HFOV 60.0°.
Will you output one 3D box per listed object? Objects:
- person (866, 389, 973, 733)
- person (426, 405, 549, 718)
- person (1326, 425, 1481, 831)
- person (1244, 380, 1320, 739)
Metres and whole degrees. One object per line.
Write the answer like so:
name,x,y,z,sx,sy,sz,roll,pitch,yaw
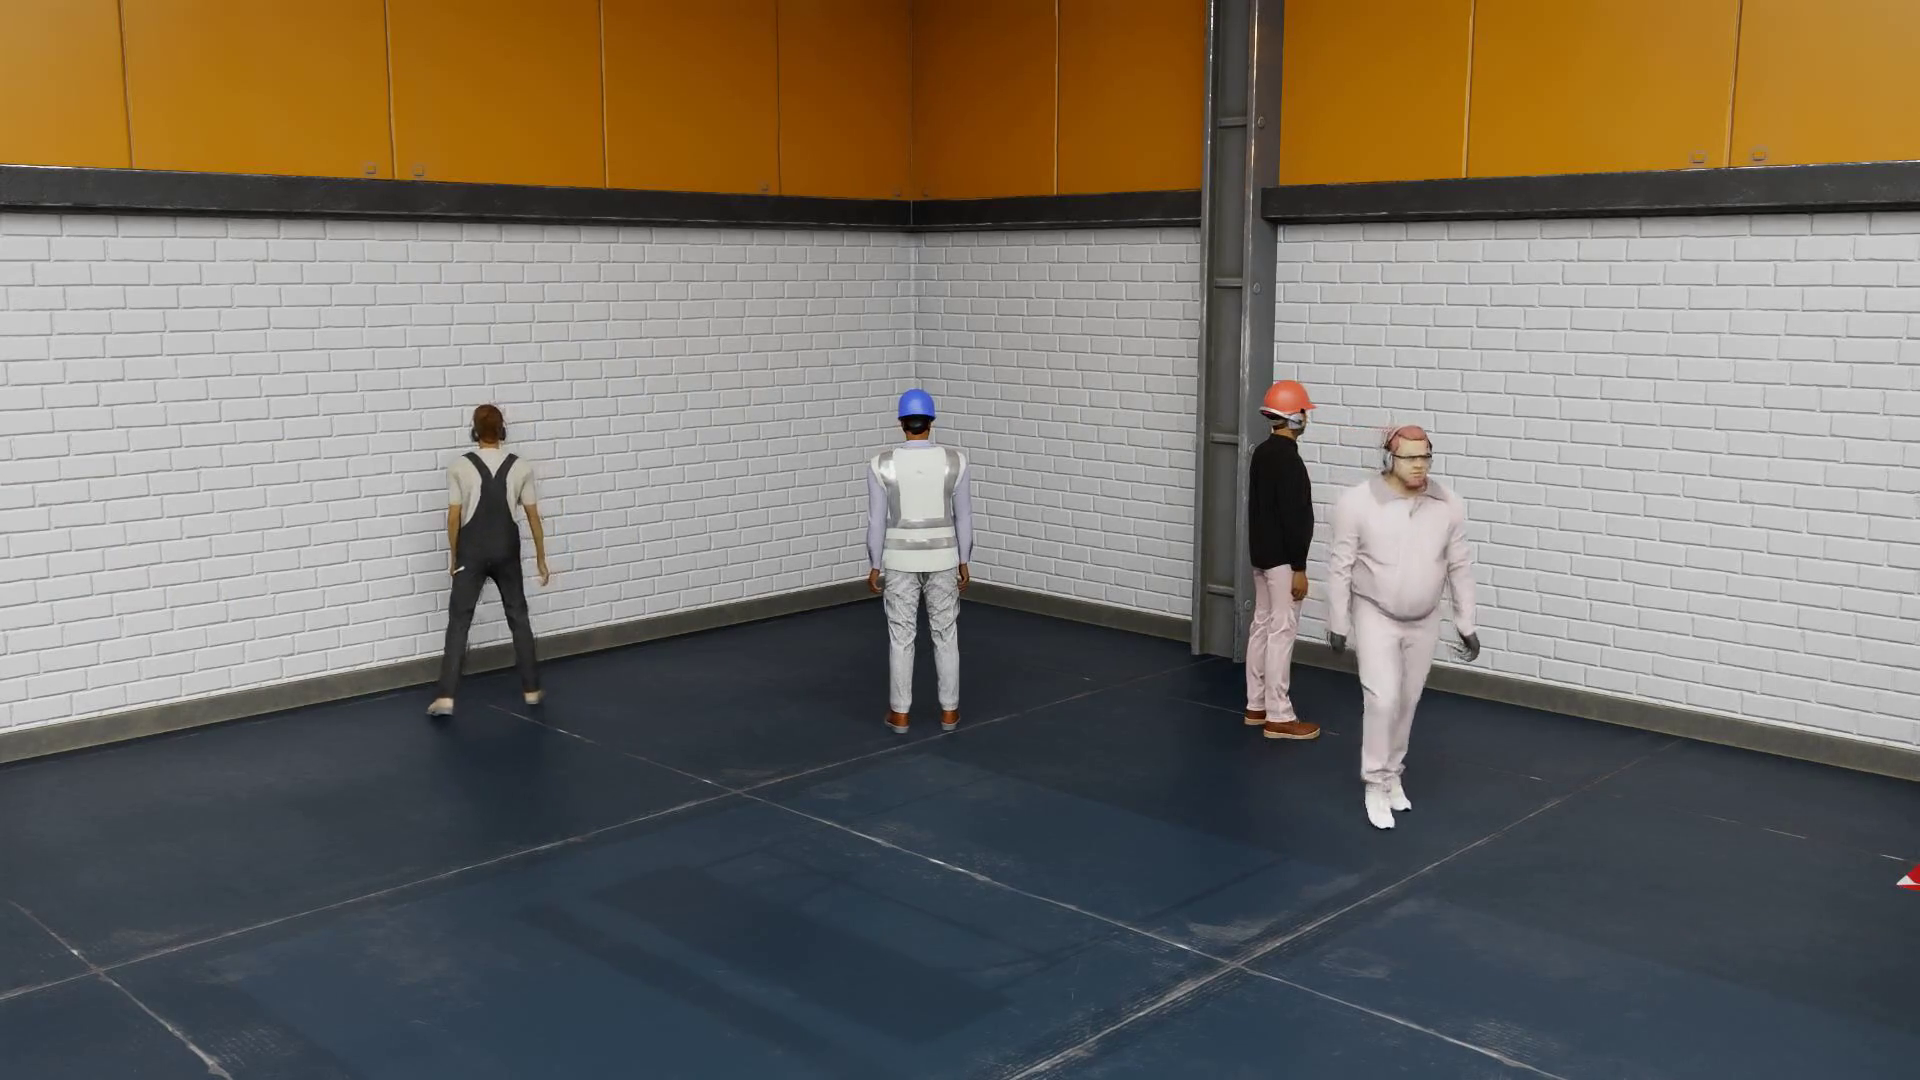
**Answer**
person,-0.228,0.123,9.372,0.604,1.937,0.402,-1,9,-8
person,-2.791,0.130,9.756,0.755,1.810,0.530,-5,10,-27
person,2.100,0.401,7.820,0.666,1.880,0.711,-2,9,-11
person,1.798,0.105,9.299,0.371,1.997,0.622,-2,9,-10
